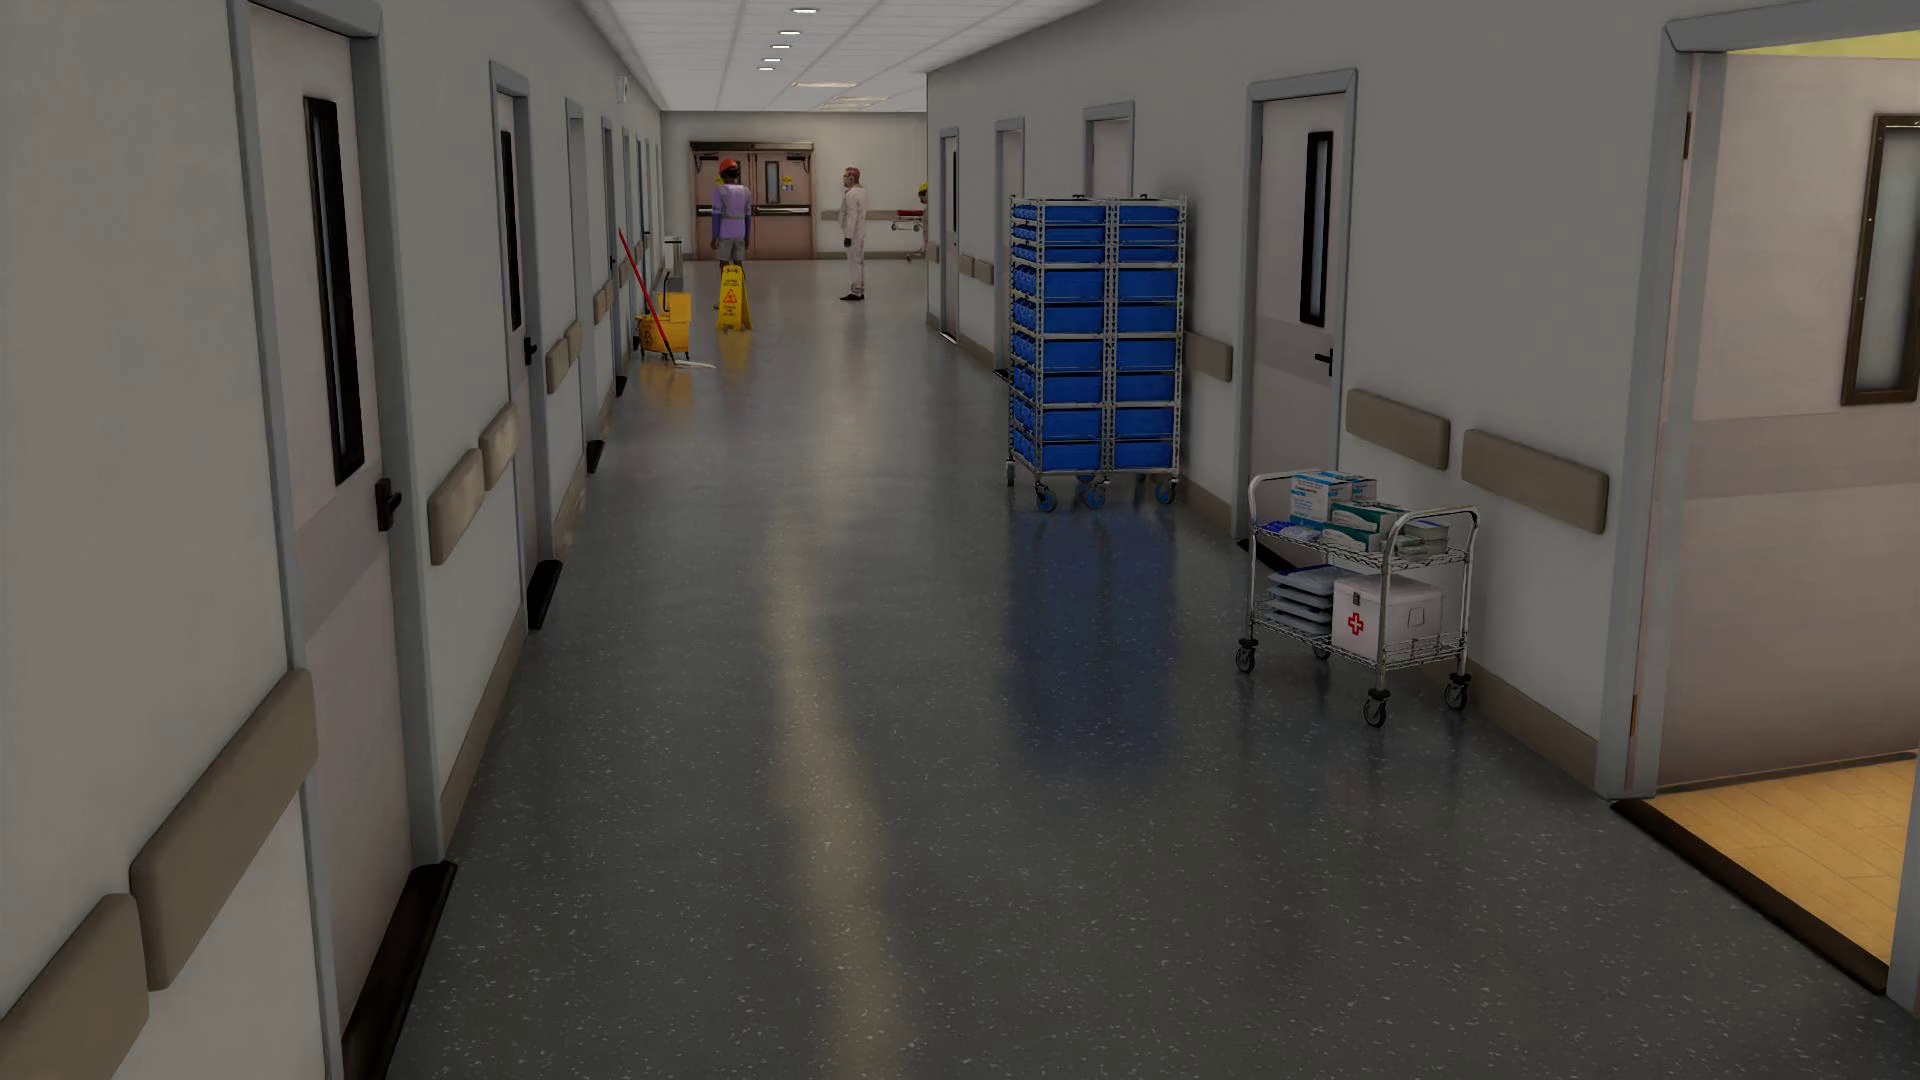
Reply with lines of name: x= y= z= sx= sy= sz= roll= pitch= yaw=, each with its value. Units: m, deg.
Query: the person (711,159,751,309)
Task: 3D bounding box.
person: x=-3.124 y=-4.150 z=22.622 sx=0.615 sy=2.028 sz=0.409 roll=-12 pitch=17 yaw=-42

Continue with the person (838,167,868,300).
person: x=-1.565 y=-4.450 z=24.204 sx=0.407 sy=1.913 sz=0.641 roll=2 pitch=13 yaw=10
